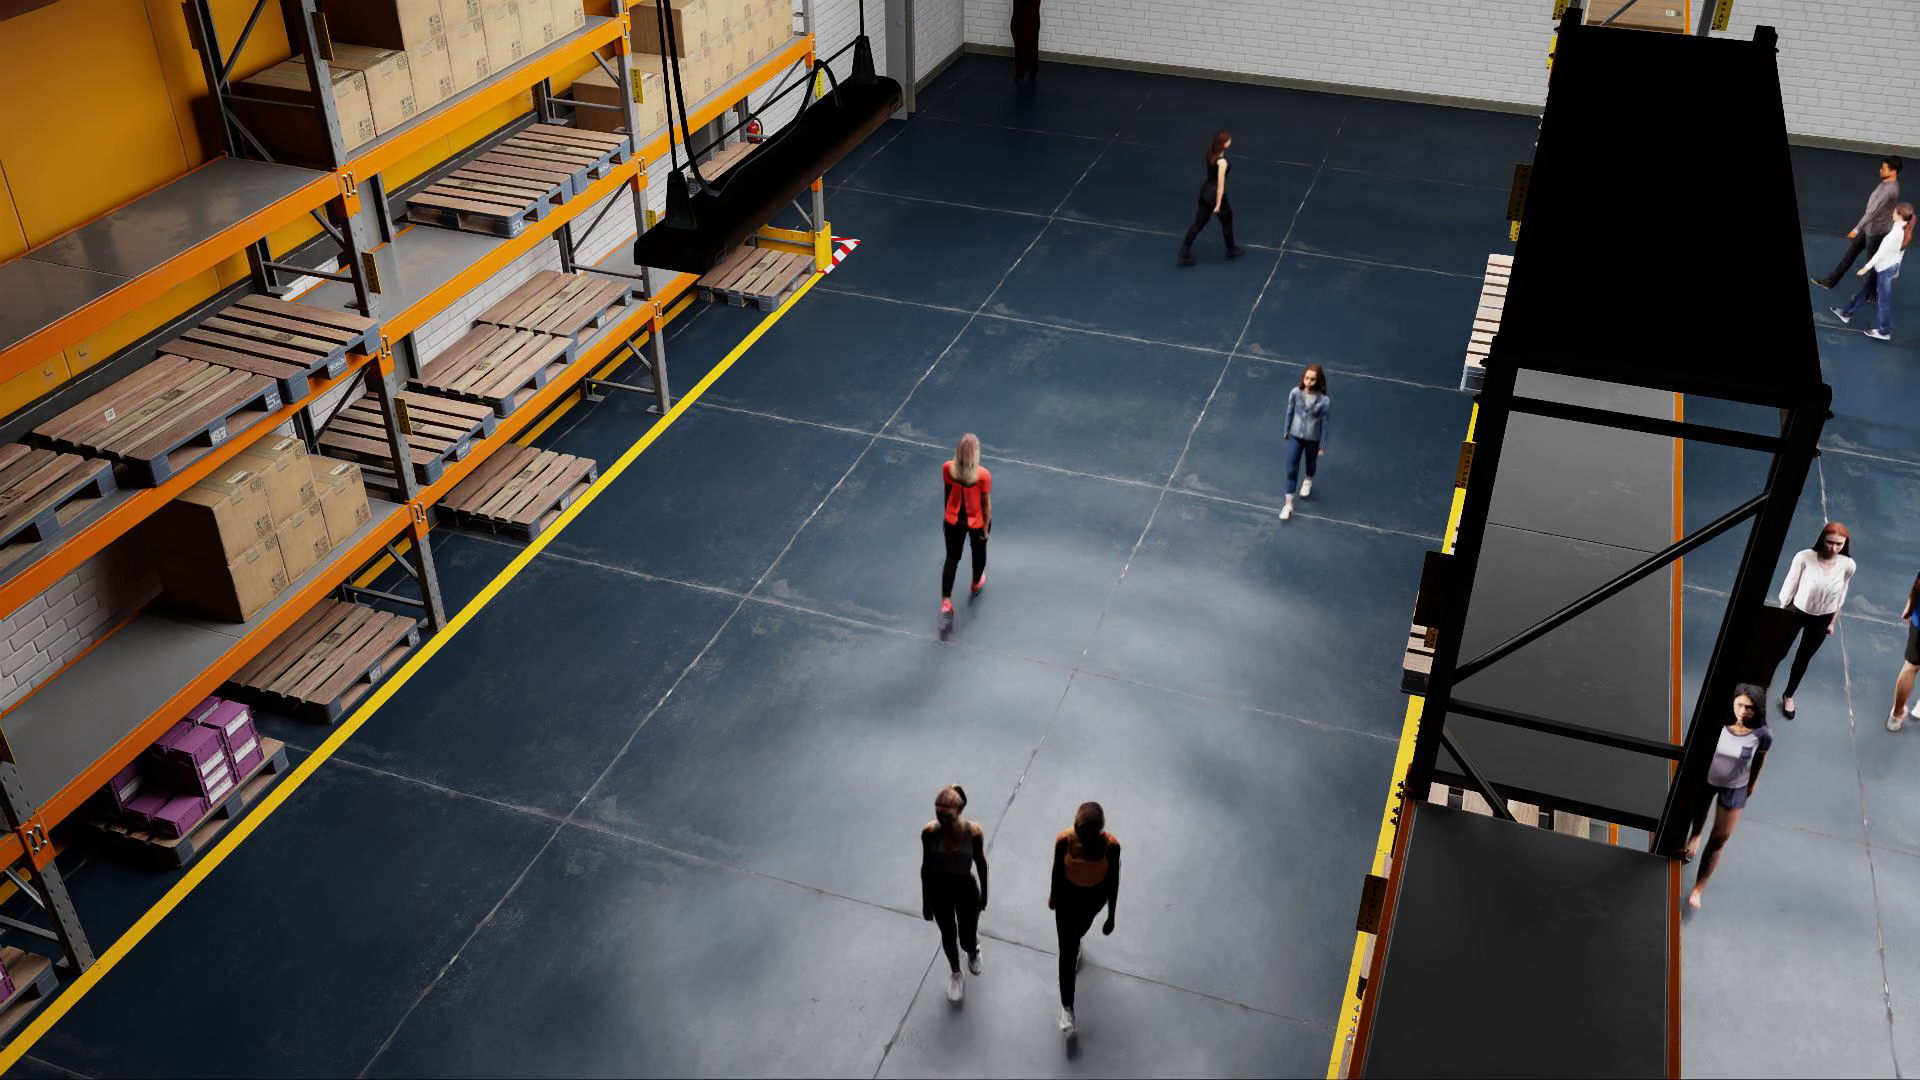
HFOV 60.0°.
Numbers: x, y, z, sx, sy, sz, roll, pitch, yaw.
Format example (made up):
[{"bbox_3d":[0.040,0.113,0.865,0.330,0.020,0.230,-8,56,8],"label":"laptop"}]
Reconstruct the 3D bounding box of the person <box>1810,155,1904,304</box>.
[{"bbox_3d":[10.542,-3.502,18.980,0.720,1.737,0.920,-4,34,-6],"label":"person"}]

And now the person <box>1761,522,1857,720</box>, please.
[{"bbox_3d":[6.495,0.614,12.768,0.621,1.759,0.523,7,34,11],"label":"person"}]

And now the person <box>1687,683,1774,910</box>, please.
[{"bbox_3d":[5.209,1.610,11.362,0.741,1.657,1.136,18,37,24],"label":"person"}]

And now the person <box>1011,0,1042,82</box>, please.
[{"bbox_3d":[1.030,-7.999,25.732,0.736,1.752,0.826,-21,39,-28],"label":"person"}]

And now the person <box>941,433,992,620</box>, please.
[{"bbox_3d":[0.020,-0.096,13.921,0.619,1.666,1.098,10,35,15],"label":"person"}]

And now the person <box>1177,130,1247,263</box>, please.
[{"bbox_3d":[2.962,-4.069,19.917,1.142,1.644,1.119,-12,35,-18],"label":"person"}]

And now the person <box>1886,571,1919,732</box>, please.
[{"bbox_3d":[7.379,0.682,12.584,0.827,1.849,0.911,24,41,32],"label":"person"}]

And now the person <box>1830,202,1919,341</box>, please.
[{"bbox_3d":[10.268,-2.937,18.323,0.983,1.523,0.886,-26,42,-34],"label":"person"}]

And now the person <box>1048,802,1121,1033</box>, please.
[{"bbox_3d":[0.789,2.208,10.535,0.804,1.576,1.207,3,34,5],"label":"person"}]

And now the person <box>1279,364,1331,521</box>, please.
[{"bbox_3d":[3.238,-0.970,15.436,0.636,1.443,0.983,15,37,22],"label":"person"}]

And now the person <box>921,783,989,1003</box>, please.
[{"bbox_3d":[-0.035,2.166,10.497,0.656,1.687,0.734,0,34,0],"label":"person"}]
